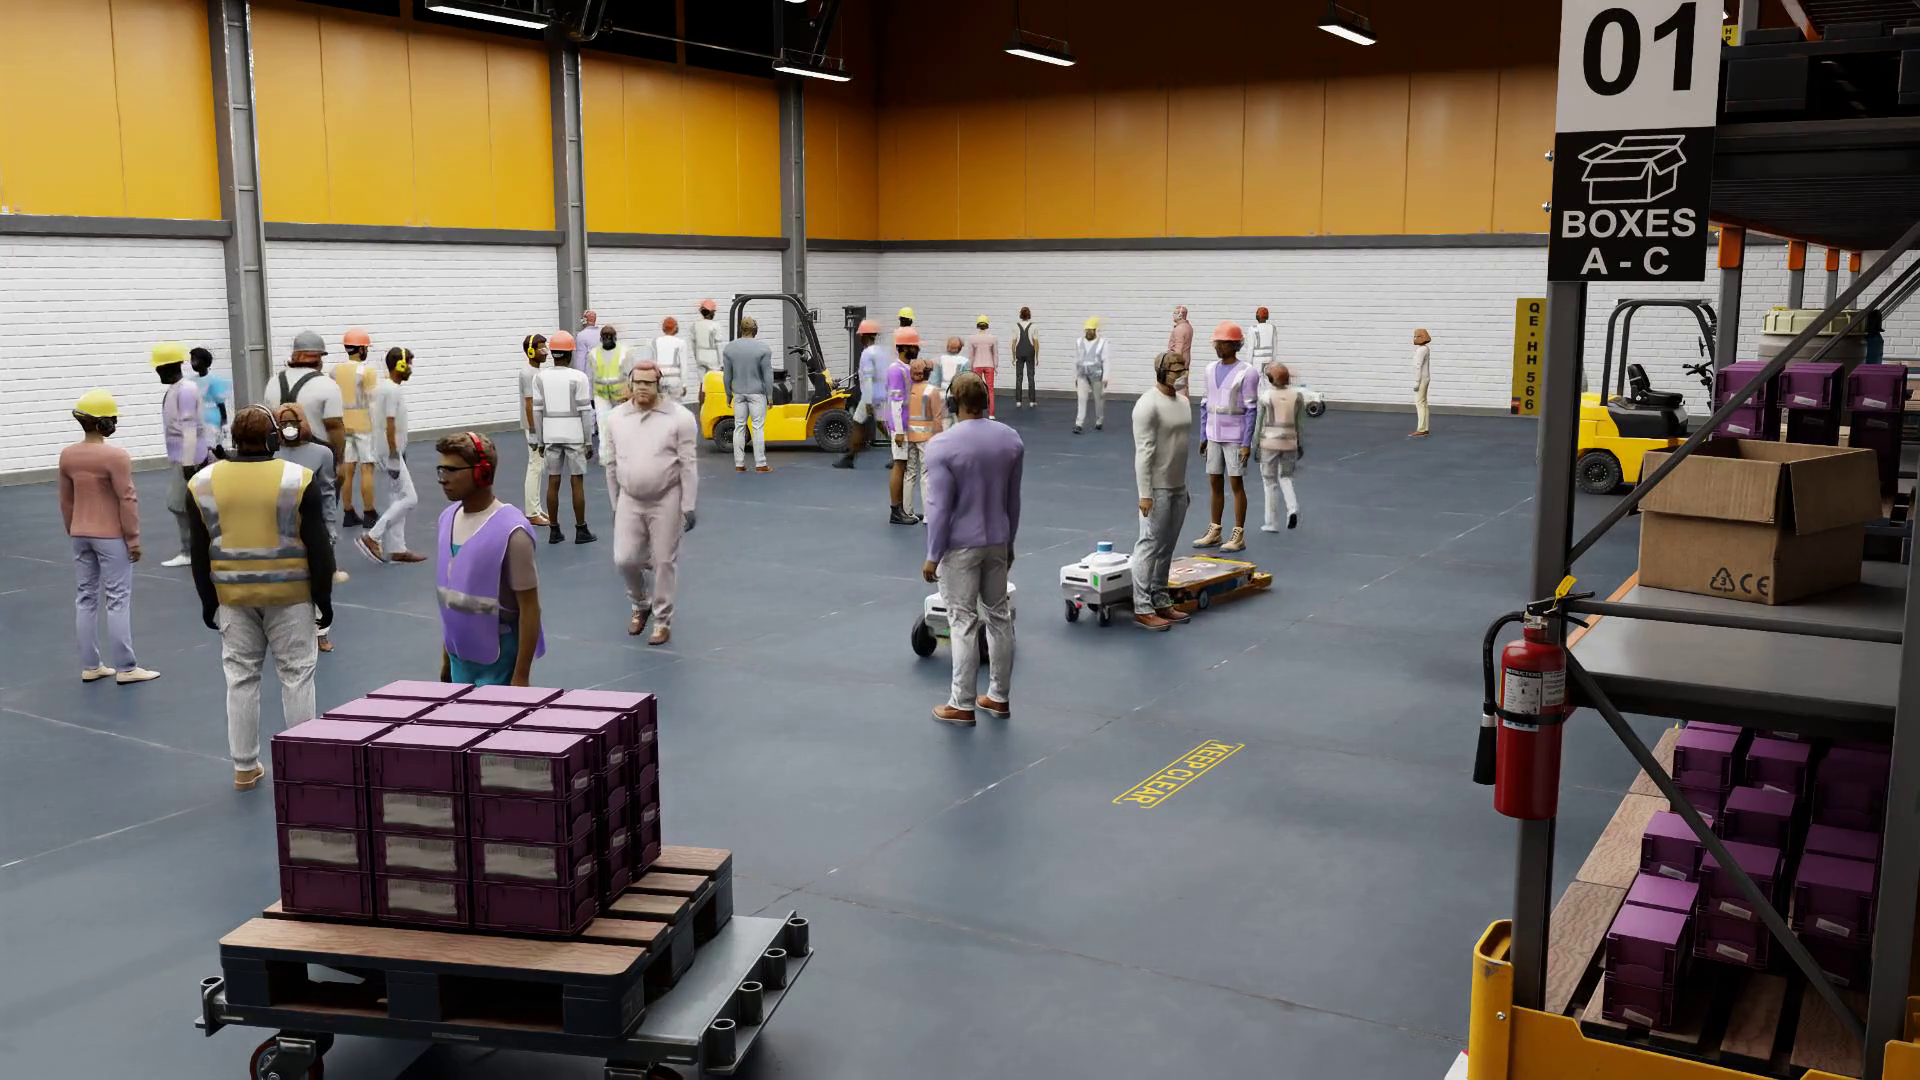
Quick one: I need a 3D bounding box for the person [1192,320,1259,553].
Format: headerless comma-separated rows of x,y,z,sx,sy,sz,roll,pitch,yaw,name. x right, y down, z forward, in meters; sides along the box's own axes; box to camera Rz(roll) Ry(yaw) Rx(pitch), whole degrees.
2.347,-0.915,14.712,0.370,2.048,0.608,-8,12,-39,person

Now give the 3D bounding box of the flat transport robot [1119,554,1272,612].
1.731,0.312,12.578,0.652,0.197,1.431,7,12,38,flat transport robot

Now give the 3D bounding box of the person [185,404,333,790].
-3.304,0.274,7.931,0.633,1.842,0.429,-1,9,-7,person

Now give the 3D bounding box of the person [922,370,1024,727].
0.065,0.048,9.055,0.627,1.935,0.373,-7,11,-36,person

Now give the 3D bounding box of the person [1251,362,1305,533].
3.008,-0.870,15.740,0.536,1.621,0.381,-2,9,-14,person

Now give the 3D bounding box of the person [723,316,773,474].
-2.586,-1.771,20.390,0.635,1.937,0.352,2,9,13,person

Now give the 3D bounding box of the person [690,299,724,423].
-4.110,-2.929,27.312,0.614,2.041,0.411,4,10,25,person

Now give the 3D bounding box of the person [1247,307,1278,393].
5.192,-3.066,28.653,0.576,1.882,0.355,-4,10,-21,person

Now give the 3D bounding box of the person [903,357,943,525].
-0.385,-0.966,16.301,0.525,1.639,0.307,7,11,37,person

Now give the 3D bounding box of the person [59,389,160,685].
-5.127,-0.015,9.966,0.526,1.769,0.328,3,10,19,person

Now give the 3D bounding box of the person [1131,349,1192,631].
1.411,-0.353,11.543,0.355,1.937,0.635,6,11,34,person

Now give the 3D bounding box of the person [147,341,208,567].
-6.445,-0.707,13.850,0.497,1.904,0.606,-6,11,-34,person

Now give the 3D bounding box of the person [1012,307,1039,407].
1.203,-3.362,30.681,0.521,1.850,0.492,1,9,8,person

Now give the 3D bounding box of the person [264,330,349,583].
-5.139,-0.673,13.224,0.699,2.000,0.560,3,10,21,person

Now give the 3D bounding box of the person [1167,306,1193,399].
3.720,-3.015,28.247,0.408,1.913,0.641,4,10,21,person

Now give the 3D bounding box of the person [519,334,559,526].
-4.122,-1.070,16.245,0.314,1.864,0.535,-1,9,-5,person

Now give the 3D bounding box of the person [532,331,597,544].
-3.590,-0.925,15.115,0.542,1.938,0.358,1,9,7,person

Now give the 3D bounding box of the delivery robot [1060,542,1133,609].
1.018,0.258,11.743,0.477,0.478,0.707,7,12,38,delivery robot

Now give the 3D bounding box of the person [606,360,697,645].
-2.044,-0.243,11.002,0.648,1.891,0.437,1,9,4,person

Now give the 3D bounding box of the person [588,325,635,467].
-4.495,-1.875,21.508,0.623,1.806,0.958,0,9,-1,person

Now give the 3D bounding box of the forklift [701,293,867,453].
-2.458,-2.344,23.176,2.313,2.155,1.214,0,9,-2,forklift

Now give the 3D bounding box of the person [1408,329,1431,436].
6.977,-2.382,25.185,0.280,1.624,0.494,4,10,24,person

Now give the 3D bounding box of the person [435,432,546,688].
-1.861,0.486,6.599,0.570,1.843,0.372,8,12,41,person

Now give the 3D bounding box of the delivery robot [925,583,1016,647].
0.075,0.421,10.726,0.477,0.478,0.707,5,10,29,delivery robot

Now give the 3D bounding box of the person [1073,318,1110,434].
2.023,-2.528,25.615,0.615,1.781,0.950,4,10,24,person

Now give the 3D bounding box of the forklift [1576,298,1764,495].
7.954,-1.589,18.462,2.313,2.155,1.214,5,11,30,forklift

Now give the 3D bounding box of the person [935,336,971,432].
-0.074,-1.908,22.211,0.537,1.625,0.369,5,10,29,person

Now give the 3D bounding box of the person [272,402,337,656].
-4.284,-0.073,10.746,0.500,1.633,0.281,-4,10,-23,person

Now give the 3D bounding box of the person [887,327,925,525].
-0.516,-1.122,16.355,0.373,1.934,0.551,2,9,13,person

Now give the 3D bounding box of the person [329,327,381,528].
-5.804,-1.081,16.090,0.551,1.935,0.375,4,10,23,person

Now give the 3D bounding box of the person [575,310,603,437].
-5.584,-2.514,25.134,0.407,1.908,0.641,5,10,28,person

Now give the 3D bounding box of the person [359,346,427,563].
-4.791,-0.707,14.051,0.449,1.847,0.564,-4,10,-23,person

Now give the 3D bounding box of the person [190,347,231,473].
-8.269,-1.294,18.307,0.541,1.651,0.869,7,11,36,person

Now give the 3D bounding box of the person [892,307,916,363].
-0.890,-2.739,26.497,0.381,1.918,0.584,-3,9,-15,person

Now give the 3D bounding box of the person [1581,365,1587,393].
7.846,-1.899,21.692,0.921,1.790,0.595,-5,10,-29,person

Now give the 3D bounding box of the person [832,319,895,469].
-1.113,-1.818,20.858,0.969,1.890,0.559,4,10,23,person

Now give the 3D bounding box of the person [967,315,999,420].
0.382,-2.871,27.796,0.525,1.769,0.311,-1,9,-5,person

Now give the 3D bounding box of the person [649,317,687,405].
-4.111,-2.205,23.448,0.617,1.820,0.918,1,9,7,person

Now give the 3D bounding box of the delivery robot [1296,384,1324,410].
5.902,-2.453,28.661,0.707,0.478,0.477,3,10,21,delivery robot

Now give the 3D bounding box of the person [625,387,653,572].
-2.643,-0.559,13.853,0.527,1.605,0.686,0,9,1,person
